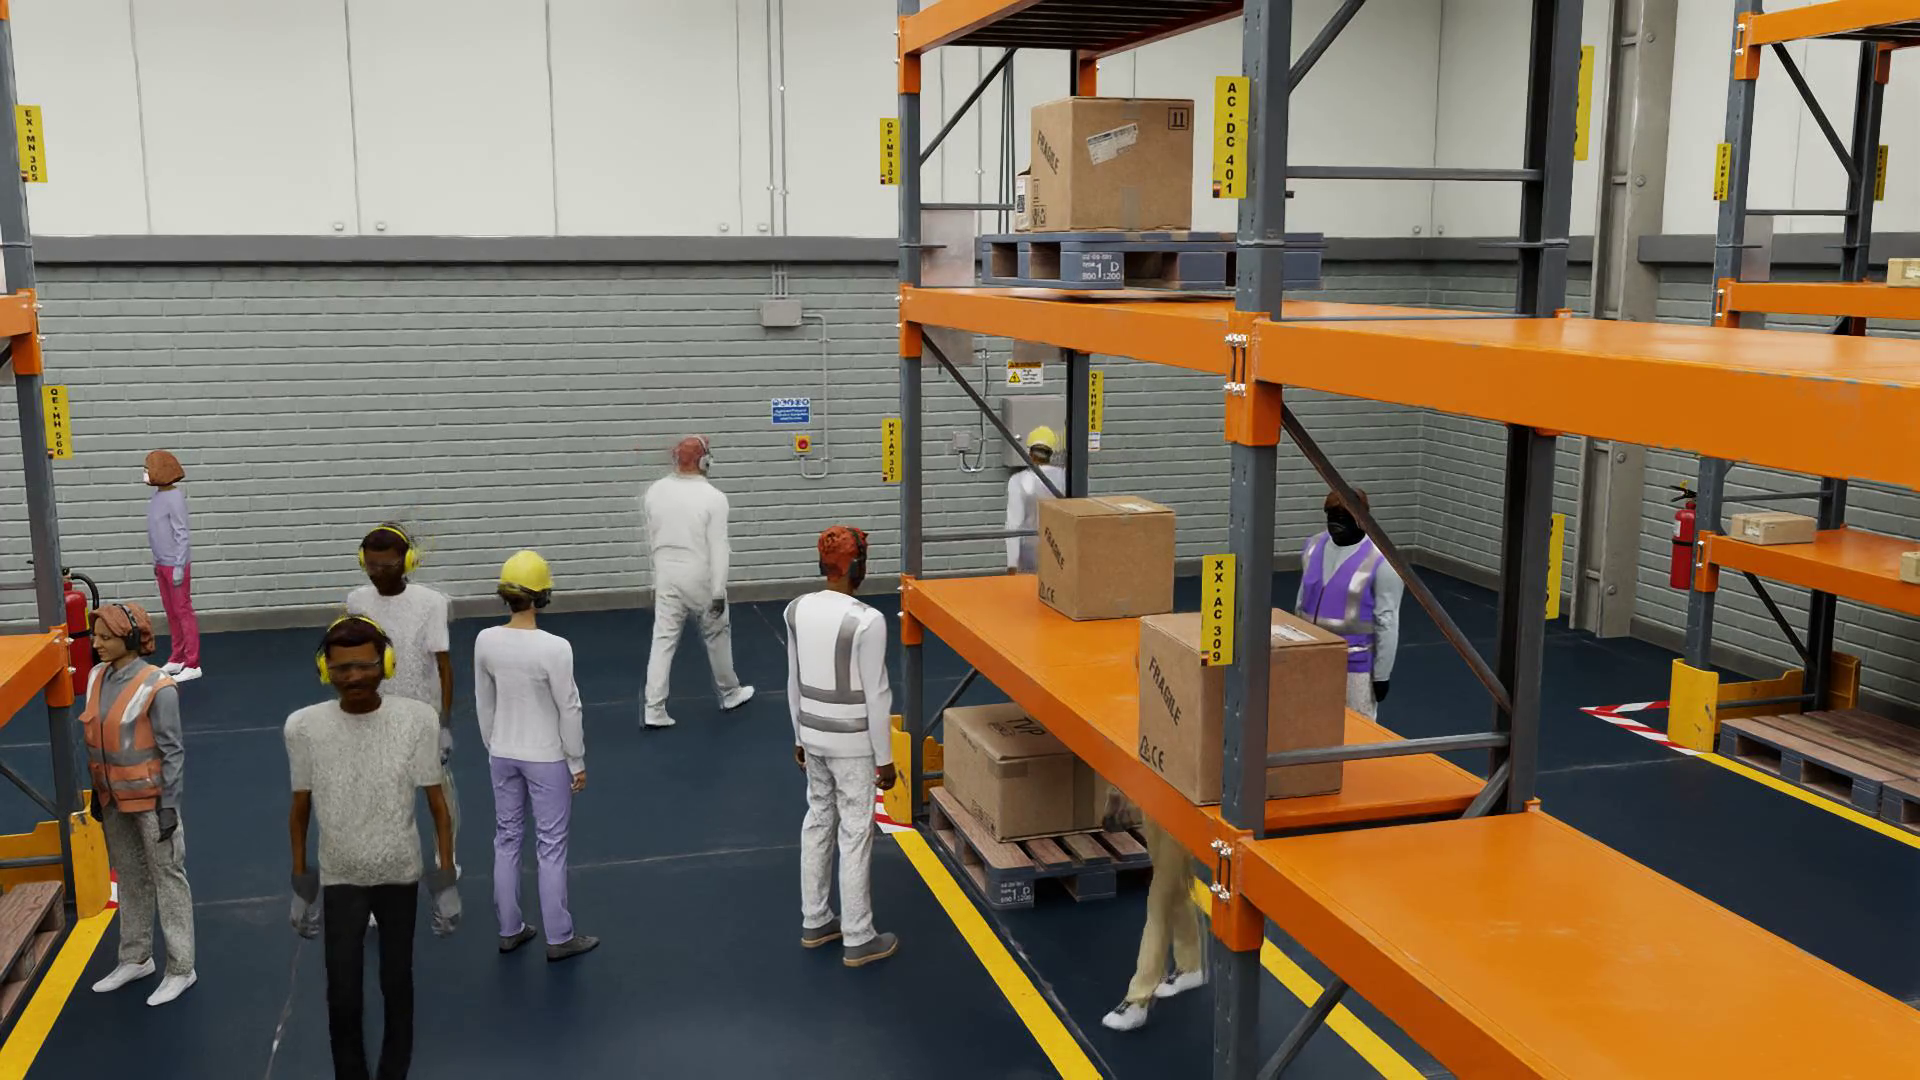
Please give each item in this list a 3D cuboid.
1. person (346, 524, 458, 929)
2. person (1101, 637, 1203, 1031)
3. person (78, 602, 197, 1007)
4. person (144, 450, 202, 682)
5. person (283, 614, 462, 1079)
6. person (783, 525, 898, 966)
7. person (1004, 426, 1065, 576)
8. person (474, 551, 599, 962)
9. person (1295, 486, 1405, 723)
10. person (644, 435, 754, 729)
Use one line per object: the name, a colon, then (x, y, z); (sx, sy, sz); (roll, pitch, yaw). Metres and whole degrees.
person: (-2.524, 0.814, 7.610); (0.542, 1.806, 1.014); (1, 10, 3)
person: (0.743, 1.103, 6.533); (0.770, 1.602, 0.521); (-7, 12, -36)
person: (-3.320, 1.053, 6.714); (0.510, 1.640, 0.308); (5, 11, 26)
person: (-5.559, 0.182, 11.698); (0.284, 1.633, 0.497); (-9, 14, -43)
person: (-1.919, 1.168, 5.461); (0.544, 1.844, 0.776); (-3, 10, -18)
person: (-0.510, 0.867, 7.106); (0.580, 1.879, 0.346); (9, 14, 43)
person: (0.504, 0.088, 11.811); (0.606, 1.779, 0.913); (-6, 12, -32)
person: (-1.819, 0.922, 7.109); (0.525, 1.767, 0.320); (4, 11, 24)
person: (1.977, 0.626, 8.609); (0.429, 1.837, 0.627); (-7, 12, -35)
person: (-1.717, 0.256, 10.642); (0.653, 1.857, 0.997); (4, 11, 23)
